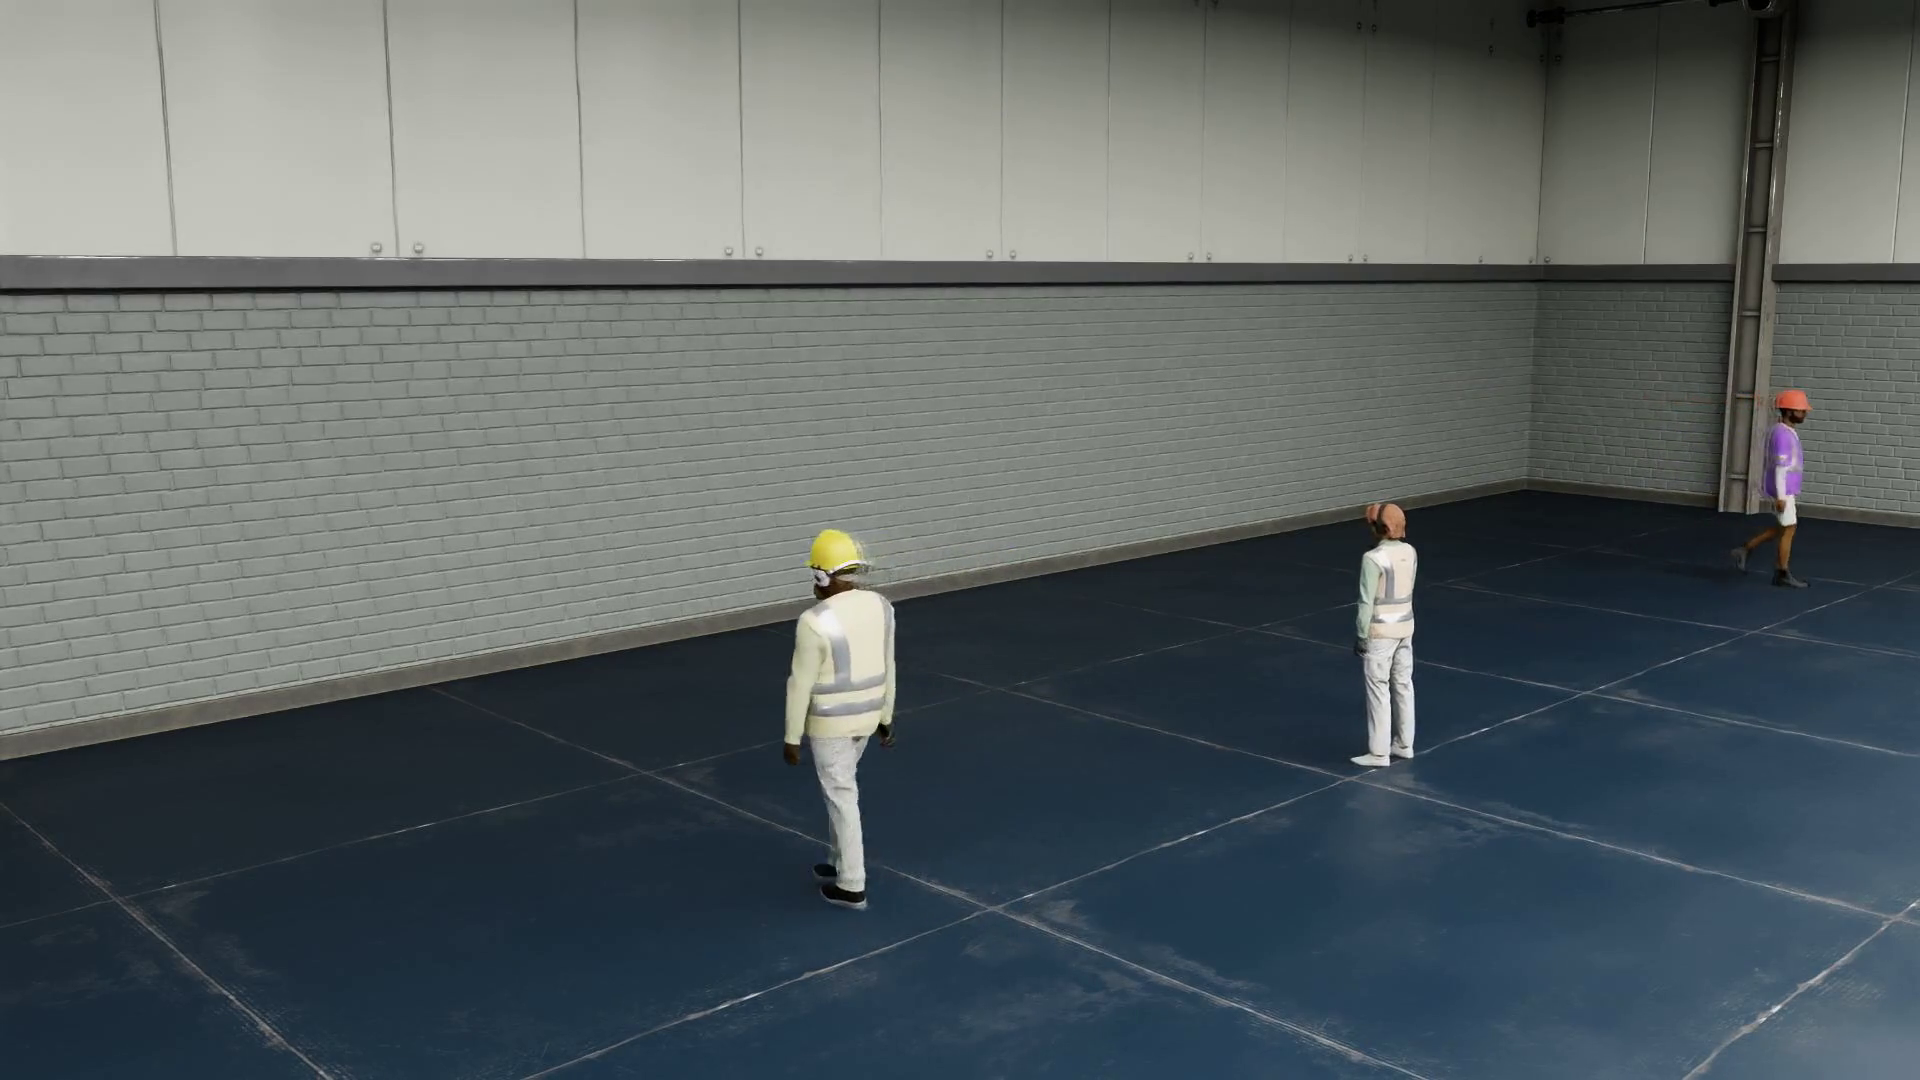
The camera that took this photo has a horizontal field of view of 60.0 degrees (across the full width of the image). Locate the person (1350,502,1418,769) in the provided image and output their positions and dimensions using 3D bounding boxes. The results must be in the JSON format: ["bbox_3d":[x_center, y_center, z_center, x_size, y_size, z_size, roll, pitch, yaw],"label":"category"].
[{"bbox_3d":[2.625,0.582,10.232,0.515,1.631,0.314,-9,13,-44],"label":"person"}]

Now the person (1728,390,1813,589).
[{"bbox_3d":[7.866,-0.496,16.033,0.671,1.920,0.550,6,11,32],"label":"person"}]

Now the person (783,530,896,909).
[{"bbox_3d":[-0.649,0.848,7.989,0.610,1.815,0.620,7,12,38],"label":"person"}]
